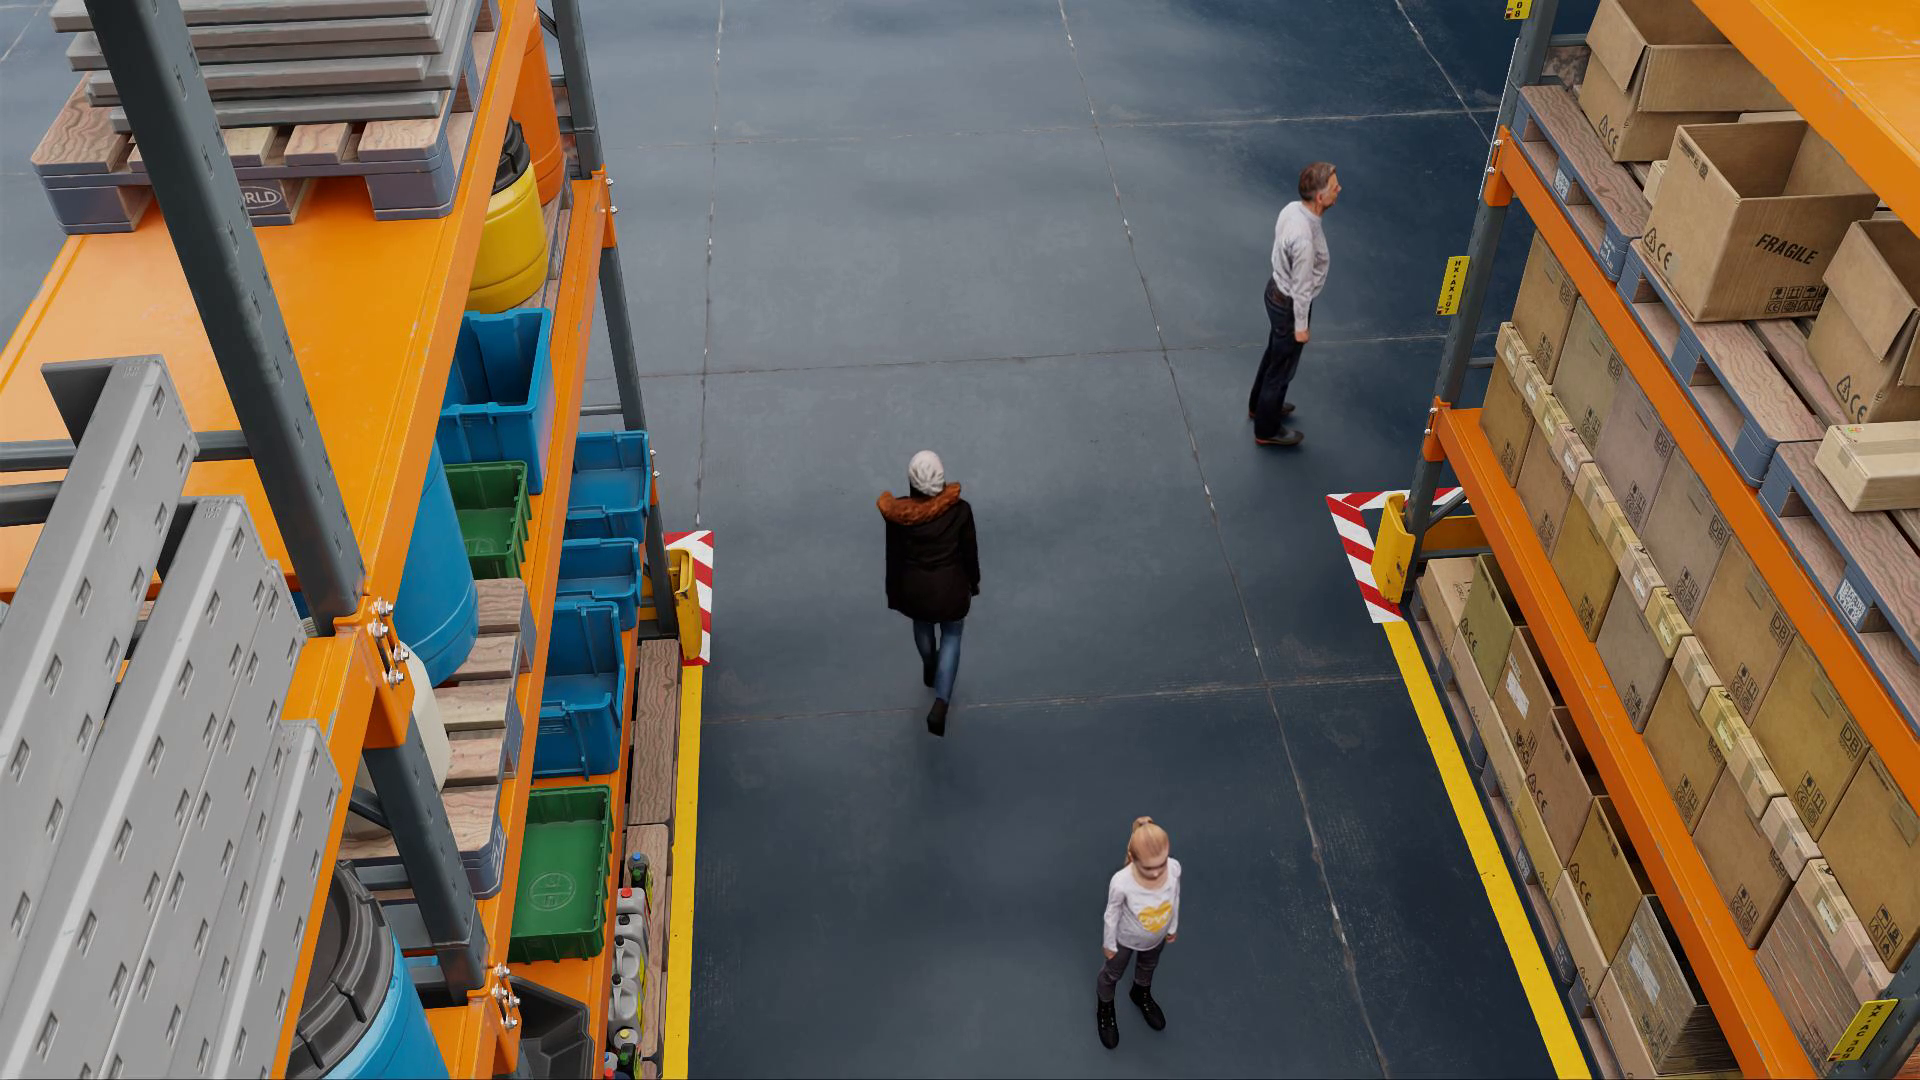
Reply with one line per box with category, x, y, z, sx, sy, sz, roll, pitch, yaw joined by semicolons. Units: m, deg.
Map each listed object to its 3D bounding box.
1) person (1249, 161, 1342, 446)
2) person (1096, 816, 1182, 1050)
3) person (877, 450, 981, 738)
person;1.929;-1.385;9.701;0.731;1.815;0.529;1;42;2
person;0.734;1.592;6.821;0.536;1.279;0.549;-14;44;-15
person;-0.127;0.260;8.035;0.734;1.618;0.992;2;42;2
